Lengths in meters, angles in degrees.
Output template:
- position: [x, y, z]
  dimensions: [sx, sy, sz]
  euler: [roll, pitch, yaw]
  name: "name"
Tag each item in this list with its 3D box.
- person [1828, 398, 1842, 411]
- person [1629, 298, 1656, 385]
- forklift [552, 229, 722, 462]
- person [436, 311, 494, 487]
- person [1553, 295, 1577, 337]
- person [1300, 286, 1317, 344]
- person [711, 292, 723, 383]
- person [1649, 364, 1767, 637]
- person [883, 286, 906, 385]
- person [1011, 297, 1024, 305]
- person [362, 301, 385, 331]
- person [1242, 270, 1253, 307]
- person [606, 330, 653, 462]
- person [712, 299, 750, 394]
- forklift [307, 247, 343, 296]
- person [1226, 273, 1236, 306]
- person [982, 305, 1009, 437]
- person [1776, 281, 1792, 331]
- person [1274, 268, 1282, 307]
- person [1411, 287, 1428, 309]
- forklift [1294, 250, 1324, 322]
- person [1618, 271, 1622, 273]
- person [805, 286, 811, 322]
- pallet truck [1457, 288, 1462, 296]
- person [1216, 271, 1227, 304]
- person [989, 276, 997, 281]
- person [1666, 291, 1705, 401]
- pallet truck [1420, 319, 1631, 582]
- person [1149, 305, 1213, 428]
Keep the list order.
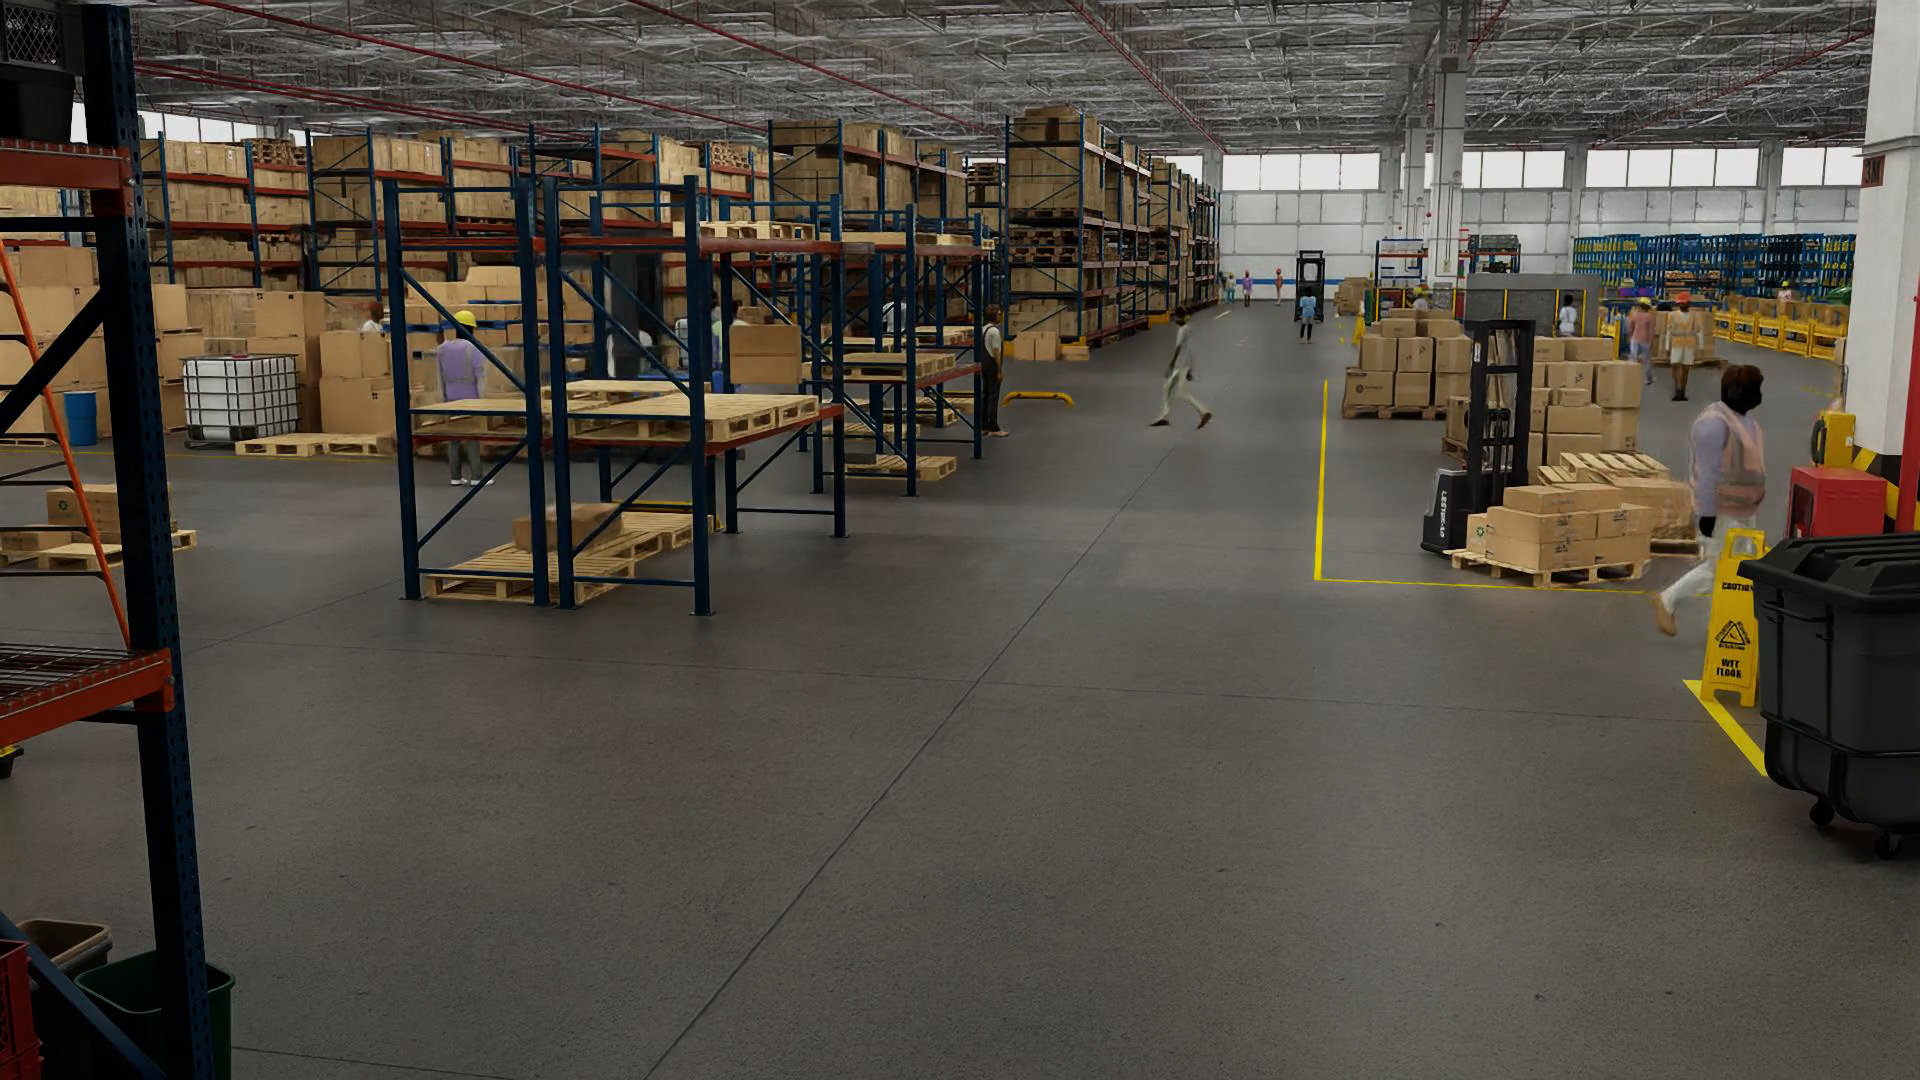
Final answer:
- position: [7.029, -0.567, 13.110]
  dimensions: [0.590, 1.684, 0.542]
  euler: [-6, 11, -31]
  name: "person"
- position: [13.375, -3.877, 32.587]
  dimensions: [0.895, 1.719, 0.539]
  euler: [-9, 13, -42]
  name: "person"
- position: [-3.961, -2.406, 20.451]
  dimensions: [1.873, 2.768, 1.129]
  euler: [1, 10, 8]
  name: "forklift"
- position: [-5.406, -1.535, 18.157]
  dimensions: [0.590, 1.913, 0.398]
  euler: [3, 10, 18]
  name: "person"
- position: [14.080, -4.850, 38.555]
  dimensions: [0.534, 1.657, 0.860]
  euler: [-9, 13, -41]
  name: "person"
- position: [10.164, -6.564, 48.566]
  dimensions: [0.537, 1.698, 0.320]
  euler: [-3, 10, -16]
  name: "person"
- position: [-4.962, -4.084, 33.557]
  dimensions: [0.997, 1.824, 0.530]
  euler: [7, 12, 35]
  name: "person"
- position: [4.804, -0.205, 10.535]
  dimensions: [0.640, 1.827, 0.580]
  euler: [-8, 13, -41]
  name: "person"
- position: [-1.230, -4.057, 32.934]
  dimensions: [0.606, 1.966, 0.367]
  euler: [4, 10, 24]
  name: "person"
- position: [1.979, -8.163, 57.626]
  dimensions: [0.429, 1.841, 0.625]
  euler: [7, 12, 37]
  name: "person"
- position: [-8.867, -2.658, 24.999]
  dimensions: [0.841, 1.856, 0.578]
  euler: [1, 10, 4]
  name: "person"
- position: [14.964, -13.091, 86.617]
  dimensions: [0.561, 1.909, 0.862]
  euler: [2, 10, 11]
  name: "person"
- position: [-4.081, -1.911, 20.464]
  dimensions: [0.632, 1.884, 1.033]
  euler: [-6, 11, -31]
  name: "person"
- position: [-3.416, -2.670, 24.983]
  dimensions: [0.602, 1.885, 0.960]
  euler: [1, 10, 8]
  name: "person"
- position: [-18.809, -7.298, 49.420]
  dimensions: [1.129, 2.768, 1.873]
  euler: [-9, 13, -43]
  name: "forklift"
- position: [14.409, -13.329, 88.432]
  dimensions: [0.526, 1.768, 0.314]
  euler: [2, 10, 14]
  name: "person"
- position: [0.454, -2.354, 23.207]
  dimensions: [0.343, 1.846, 0.507]
  euler: [-5, 11, -26]
  name: "person"
- position: [28.458, -8.062, 57.333]
  dimensions: [0.783, 1.738, 0.525]
  euler: [-3, 10, -18]
  name: "person"
- position: [16.686, -13.224, 87.134]
  dimensions: [0.382, 1.995, 0.612]
  euler: [1, 10, 6]
  name: "person"
- position: [11.358, -5.387, 41.365]
  dimensions: [0.595, 1.784, 0.942]
  euler: [-9, 13, -42]
  name: "person"
- position: [13.778, -10.002, 65.433]
  dimensions: [1.129, 2.768, 1.873]
  euler: [2, 10, 12]
  name: "forklift"
- position: [35.790, -13.652, 90.135]
  dimensions: [0.564, 1.836, 0.395]
  euler: [-5, 11, -28]
  name: "person"
- position: [-4.912, -7.636, 55.236]
  dimensions: [0.502, 1.586, 0.854]
  euler: [1, 10, 6]
  name: "person"
- position: [20.506, -9.785, 68.819]
  dimensions: [0.653, 1.274, 1.630]
  euler: [2, 10, 12]
  name: "pallet truck"
- position: [14.550, -14.051, 92.602]
  dimensions: [0.904, 1.814, 0.628]
  euler: [-3, 10, -16]
  name: "person"
- position: [1.588, -11.491, 77.054]
  dimensions: [0.371, 1.934, 0.627]
  euler: [-5, 11, -29]
  name: "person"
- position: [12.670, -3.371, 29.036]
  dimensions: [0.635, 1.912, 0.552]
  euler: [3, 10, 18]
  name: "person"
- position: [4.543, -0.757, 13.299]
  dimensions: [0.823, 1.965, 1.885]
  euler: [-4, 10, -22]
  name: "pallet truck"
- position: [3.263, -2.541, 24.415]
  dimensions: [0.881, 1.812, 0.485]
  euler: [1, 10, 7]
  name: "person"
